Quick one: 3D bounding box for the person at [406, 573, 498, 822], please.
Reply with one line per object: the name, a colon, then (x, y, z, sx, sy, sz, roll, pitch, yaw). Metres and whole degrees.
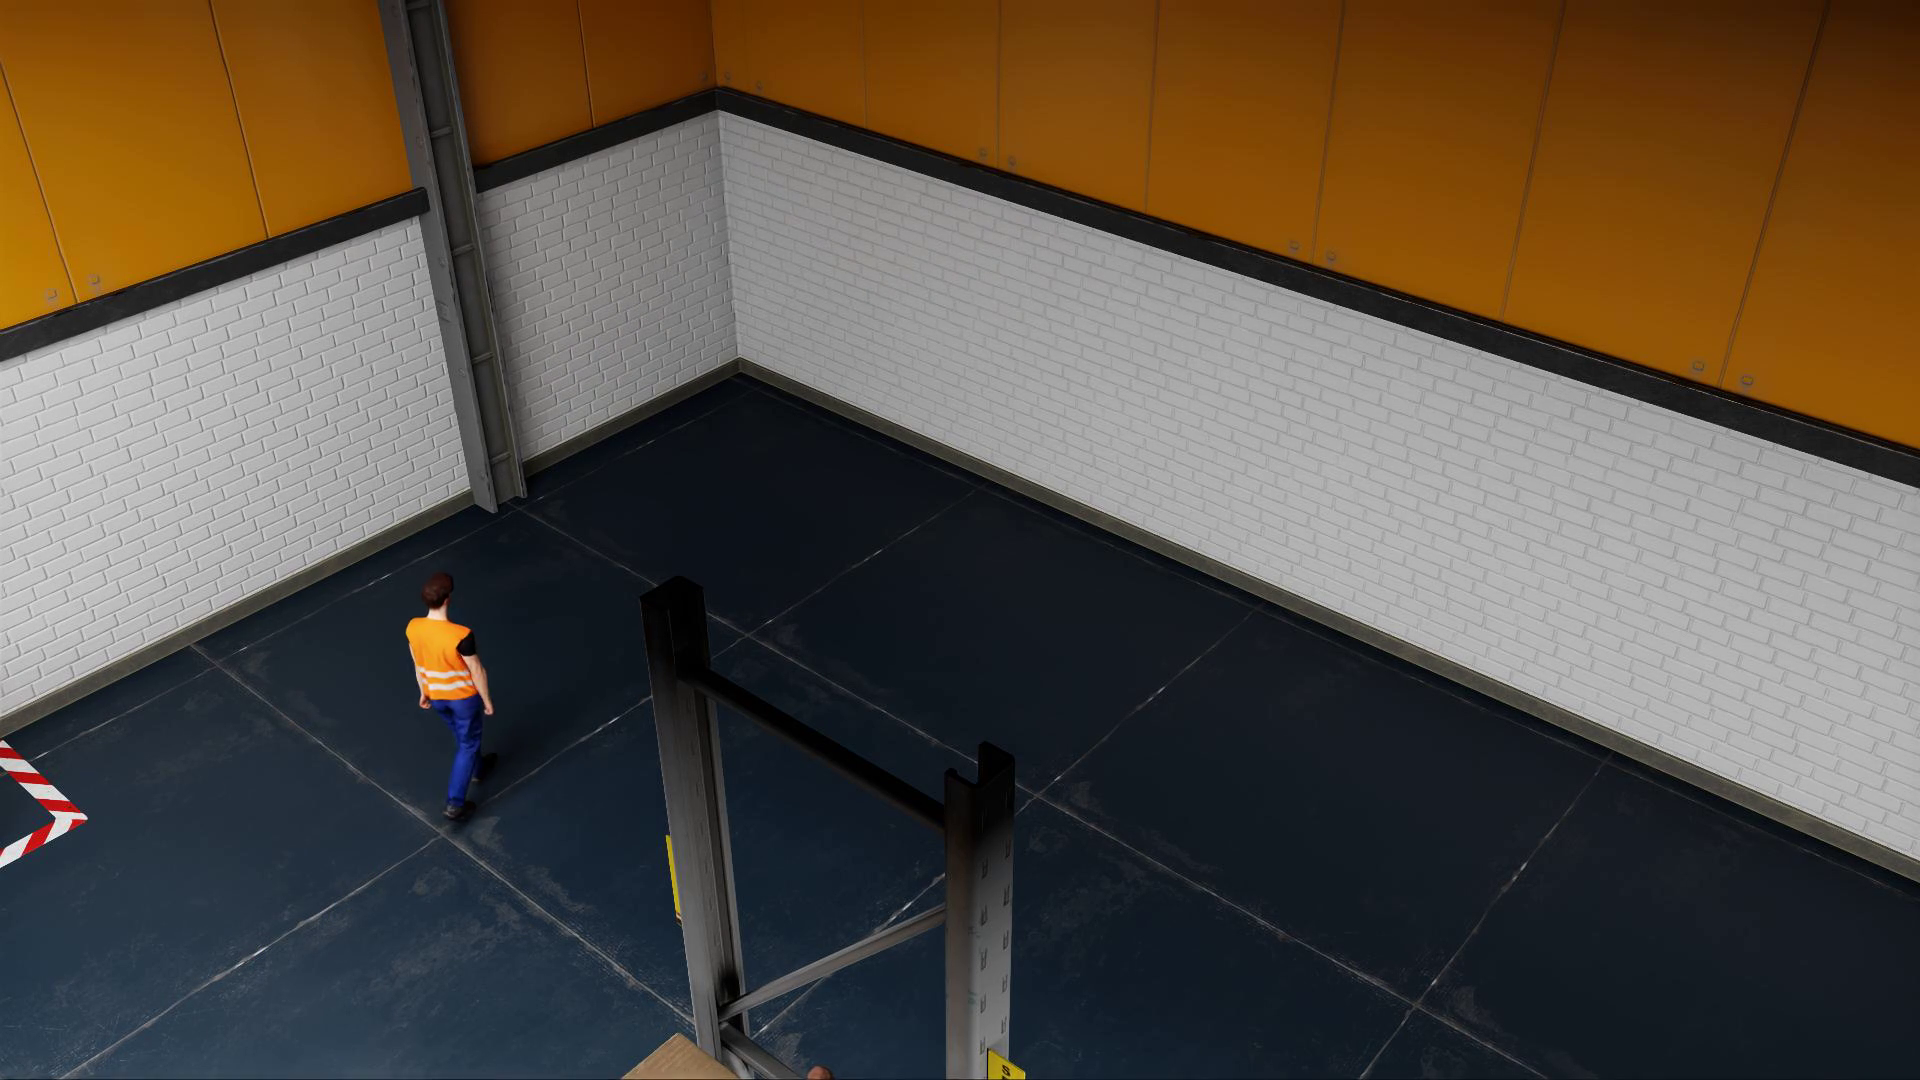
person: (-3.510, 1.111, 11.442, 0.972, 1.859, 1.173, 8, 34, 12)
